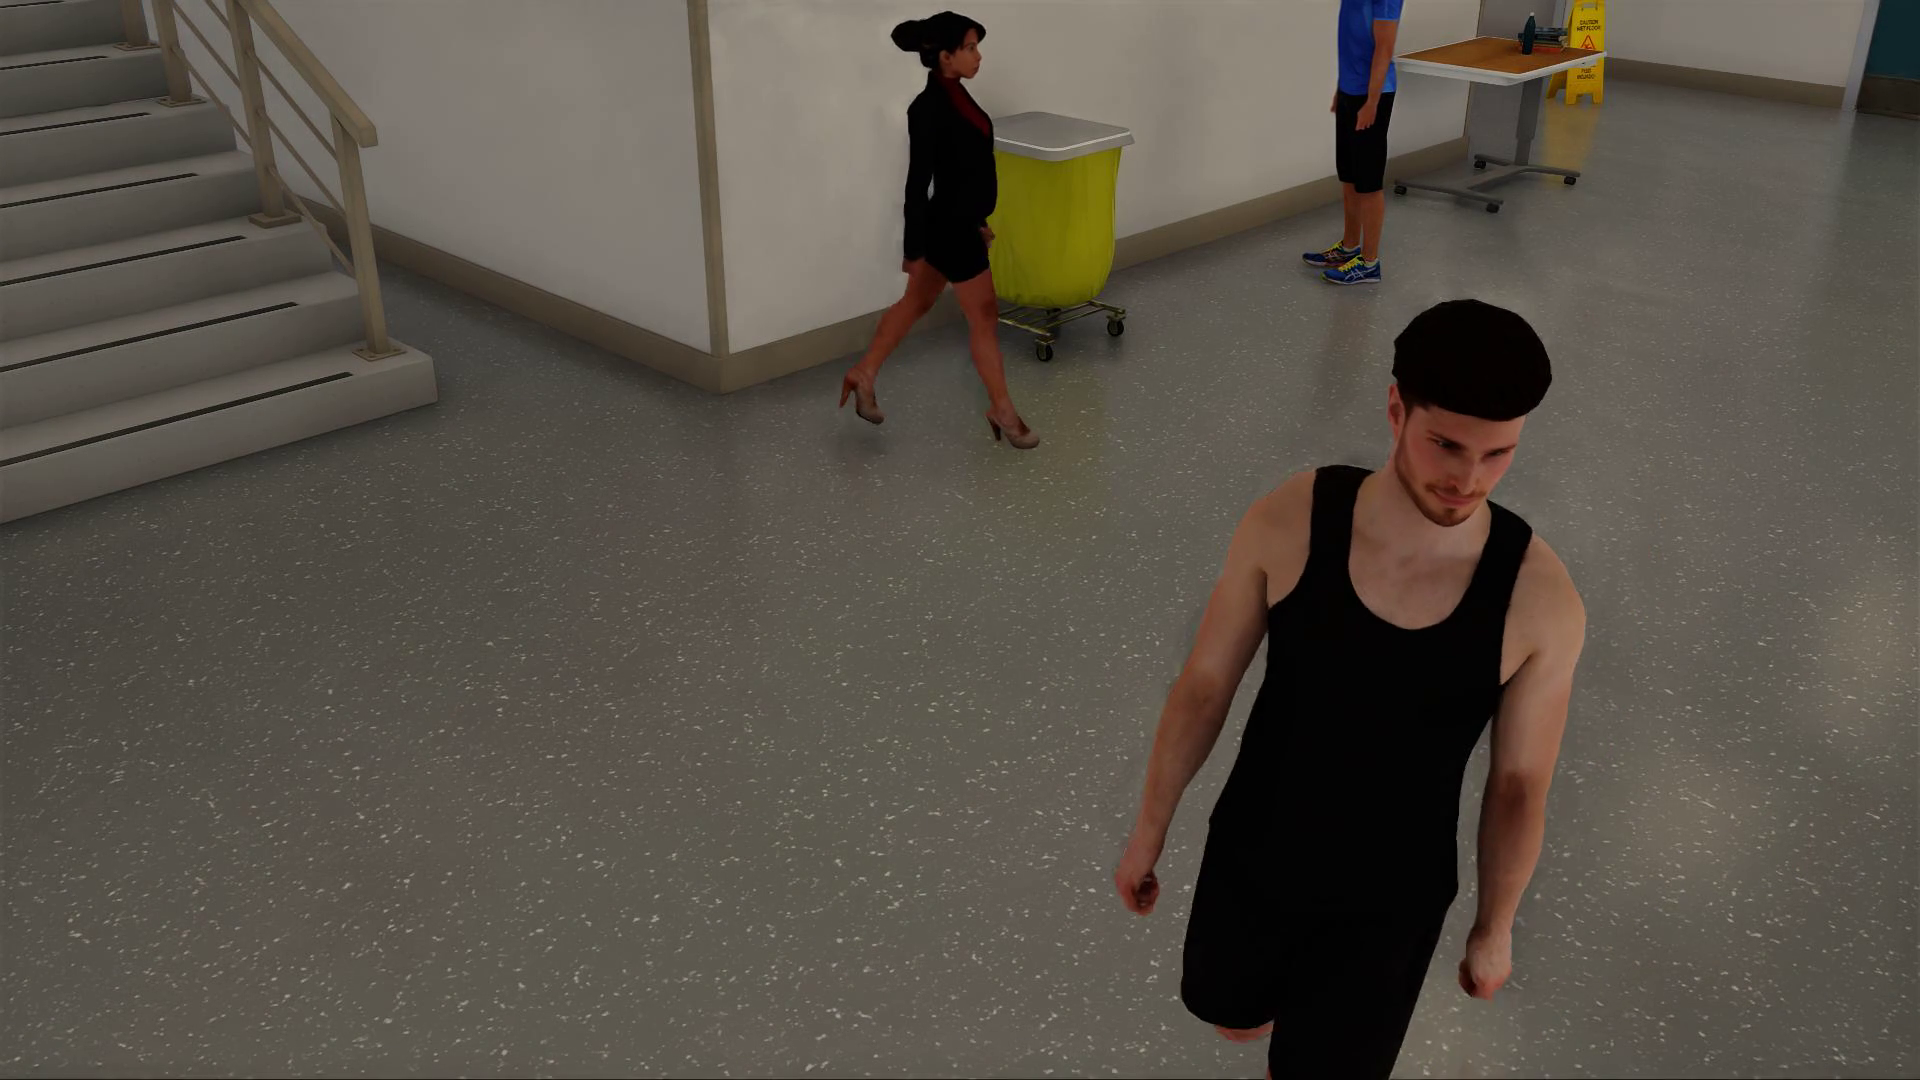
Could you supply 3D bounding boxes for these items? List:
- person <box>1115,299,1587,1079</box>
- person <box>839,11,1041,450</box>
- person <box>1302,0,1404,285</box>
[{"bbox_3d":[0.601,0.480,2.612,1.157,1.850,1.026,16,30,30],"label":"person"},{"bbox_3d":[-0.127,-1.099,6.178,1.092,1.597,0.926,5,26,10],"label":"person"},{"bbox_3d":[1.991,-2.202,8.157,0.762,1.866,0.685,-2,26,-5],"label":"person"}]
